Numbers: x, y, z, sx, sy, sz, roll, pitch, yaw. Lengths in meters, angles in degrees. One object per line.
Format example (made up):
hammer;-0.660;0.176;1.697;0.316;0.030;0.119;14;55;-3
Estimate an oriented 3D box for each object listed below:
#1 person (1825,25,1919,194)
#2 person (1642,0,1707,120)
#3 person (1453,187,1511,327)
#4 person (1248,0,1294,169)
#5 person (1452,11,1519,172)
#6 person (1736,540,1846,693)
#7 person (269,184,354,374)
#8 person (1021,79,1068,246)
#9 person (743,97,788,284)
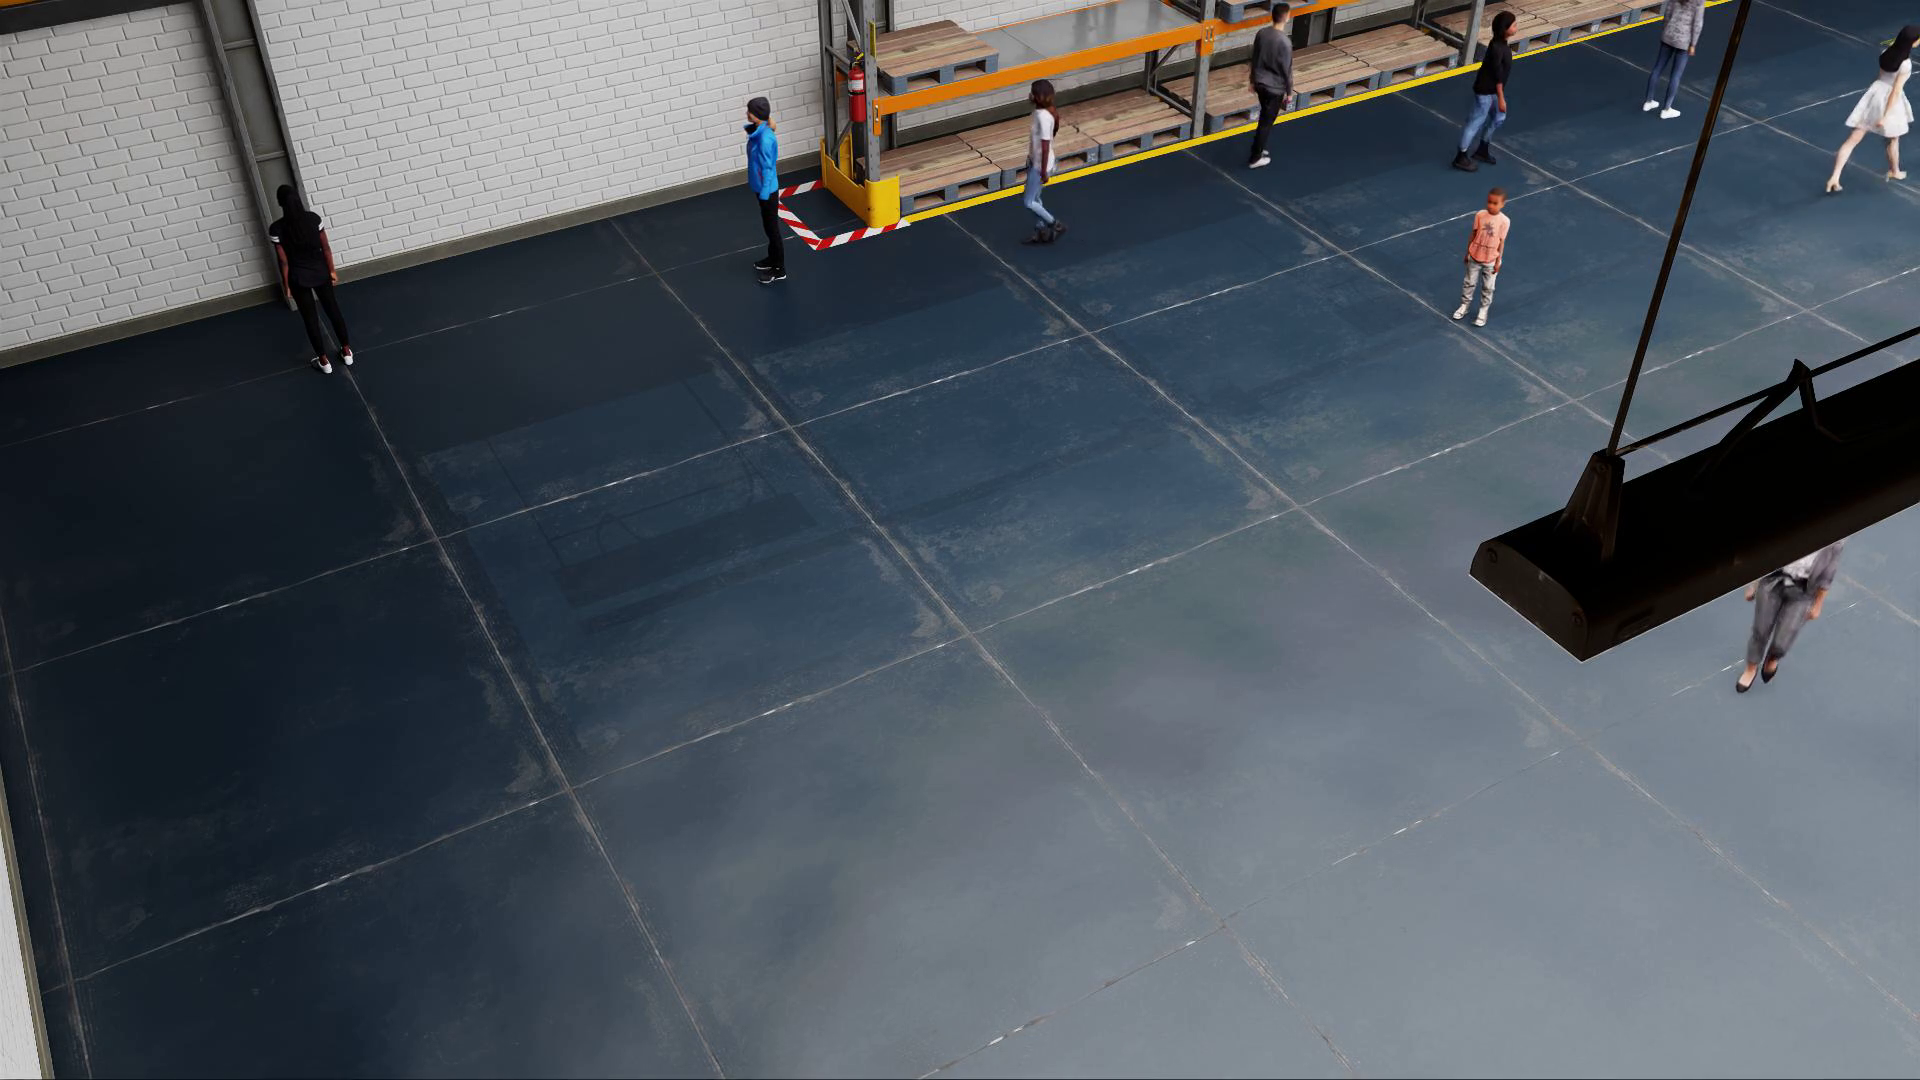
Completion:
person;9.172;-4.301;16.764;1.189;1.733;0.810;-10;40;-13
person;7.909;-5.538;18.314;0.513;1.731;0.605;-19;43;-23
person;4.717;-2.569;14.937;0.534;1.308;0.556;25;45;27
person;3.149;-4.658;17.198;0.655;1.749;0.659;-26;46;-29
person;5.367;-4.638;17.223;0.801;1.688;0.743;15;41;18
person;5.500;0.326;11.029;0.722;1.660;0.729;26;45;29
person;-5.549;-2.236;14.182;0.548;1.729;0.714;-27;46;-30
person;0.841;-3.574;15.873;0.810;1.709;0.739;-2;39;-3
person;-1.793;-3.249;15.396;0.626;1.797;0.676;-8;39;-10
